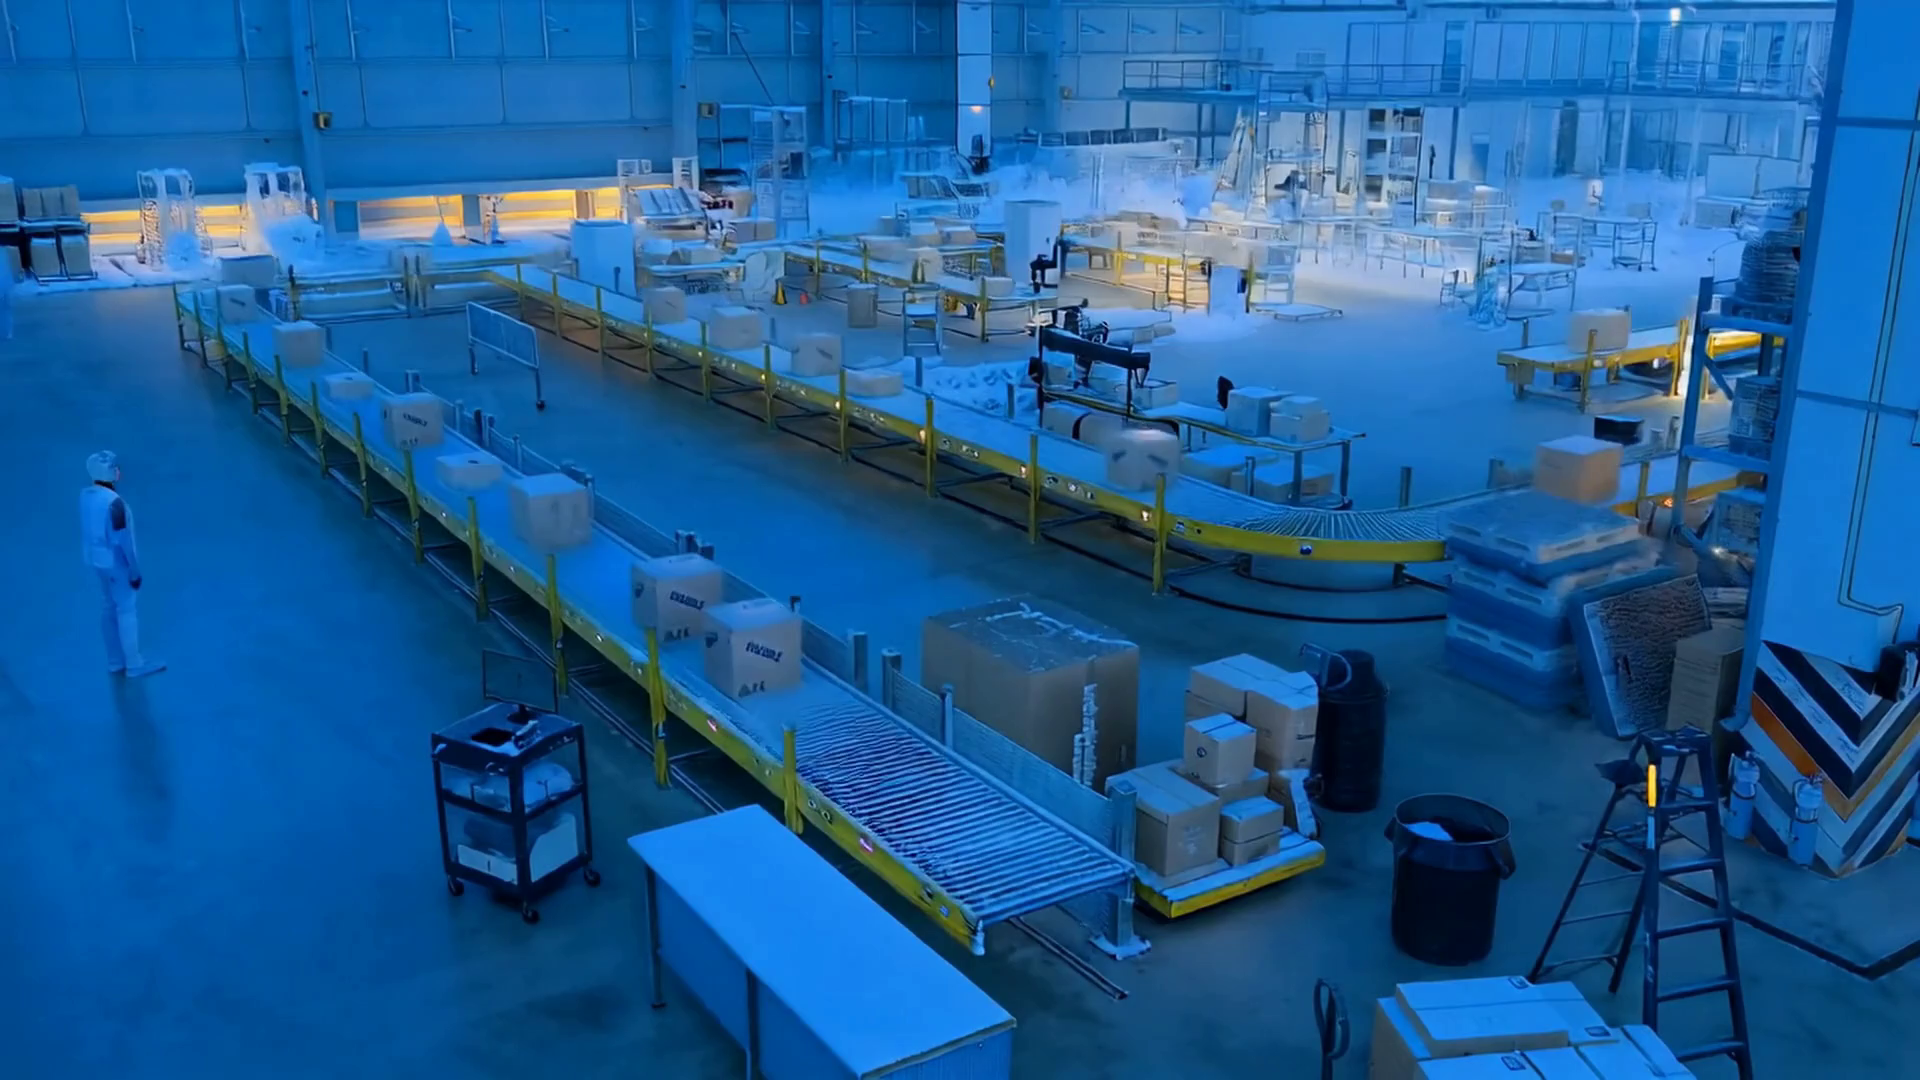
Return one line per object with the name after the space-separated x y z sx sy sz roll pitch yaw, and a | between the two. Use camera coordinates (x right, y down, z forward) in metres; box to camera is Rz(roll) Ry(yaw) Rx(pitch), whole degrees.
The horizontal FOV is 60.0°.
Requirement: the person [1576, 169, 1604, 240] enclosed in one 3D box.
16.153 -8.553 42.481 0.583 1.837 0.999 -9 19 -29 | person

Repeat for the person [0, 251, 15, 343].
-16.175 -4.202 27.811 0.615 1.943 1.044 -6 18 -20 | person

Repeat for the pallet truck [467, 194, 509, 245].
-11.983 -8.177 42.137 0.704 1.261 1.522 -11 20 -33 | pallet truck

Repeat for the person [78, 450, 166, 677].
-6.782 0.194 13.326 0.563 1.850 0.390 12 20 34 | person

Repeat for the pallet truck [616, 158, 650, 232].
-8.918 -9.176 44.255 0.823 1.965 1.885 -9 19 -27 | pallet truck

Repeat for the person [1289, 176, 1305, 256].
8.050 -7.719 39.625 0.329 1.872 0.508 -4 17 -12 | person

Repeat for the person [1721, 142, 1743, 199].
24.034 -11.400 51.777 0.594 1.922 0.375 1 17 3 | person

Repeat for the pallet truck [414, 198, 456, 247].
-13.250 -8.060 41.856 0.680 1.201 1.601 -10 20 -31 | pallet truck

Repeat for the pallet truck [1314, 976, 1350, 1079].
2.299 2.390 7.086 1.601 1.201 0.680 -2 17 -7 | pallet truck

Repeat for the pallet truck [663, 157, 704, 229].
-7.586 -9.308 44.692 0.823 1.965 1.885 -11 20 -33 | pallet truck

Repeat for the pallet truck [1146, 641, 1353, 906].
1.664 1.407 10.232 1.630 1.274 0.653 -10 20 -31 | pallet truck

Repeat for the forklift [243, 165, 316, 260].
-15.898 -7.669 38.708 1.157 1.987 2.680 -11 20 -33 | forklift

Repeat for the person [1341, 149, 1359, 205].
11.979 -11.109 51.084 0.533 1.767 0.324 7 18 23 | person

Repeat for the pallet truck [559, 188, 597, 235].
-10.010 -8.652 43.699 0.653 1.274 1.630 -10 20 -31 | pallet truck

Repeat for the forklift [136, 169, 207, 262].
-17.842 -7.318 37.559 1.157 1.987 2.680 -10 20 -31 | forklift
